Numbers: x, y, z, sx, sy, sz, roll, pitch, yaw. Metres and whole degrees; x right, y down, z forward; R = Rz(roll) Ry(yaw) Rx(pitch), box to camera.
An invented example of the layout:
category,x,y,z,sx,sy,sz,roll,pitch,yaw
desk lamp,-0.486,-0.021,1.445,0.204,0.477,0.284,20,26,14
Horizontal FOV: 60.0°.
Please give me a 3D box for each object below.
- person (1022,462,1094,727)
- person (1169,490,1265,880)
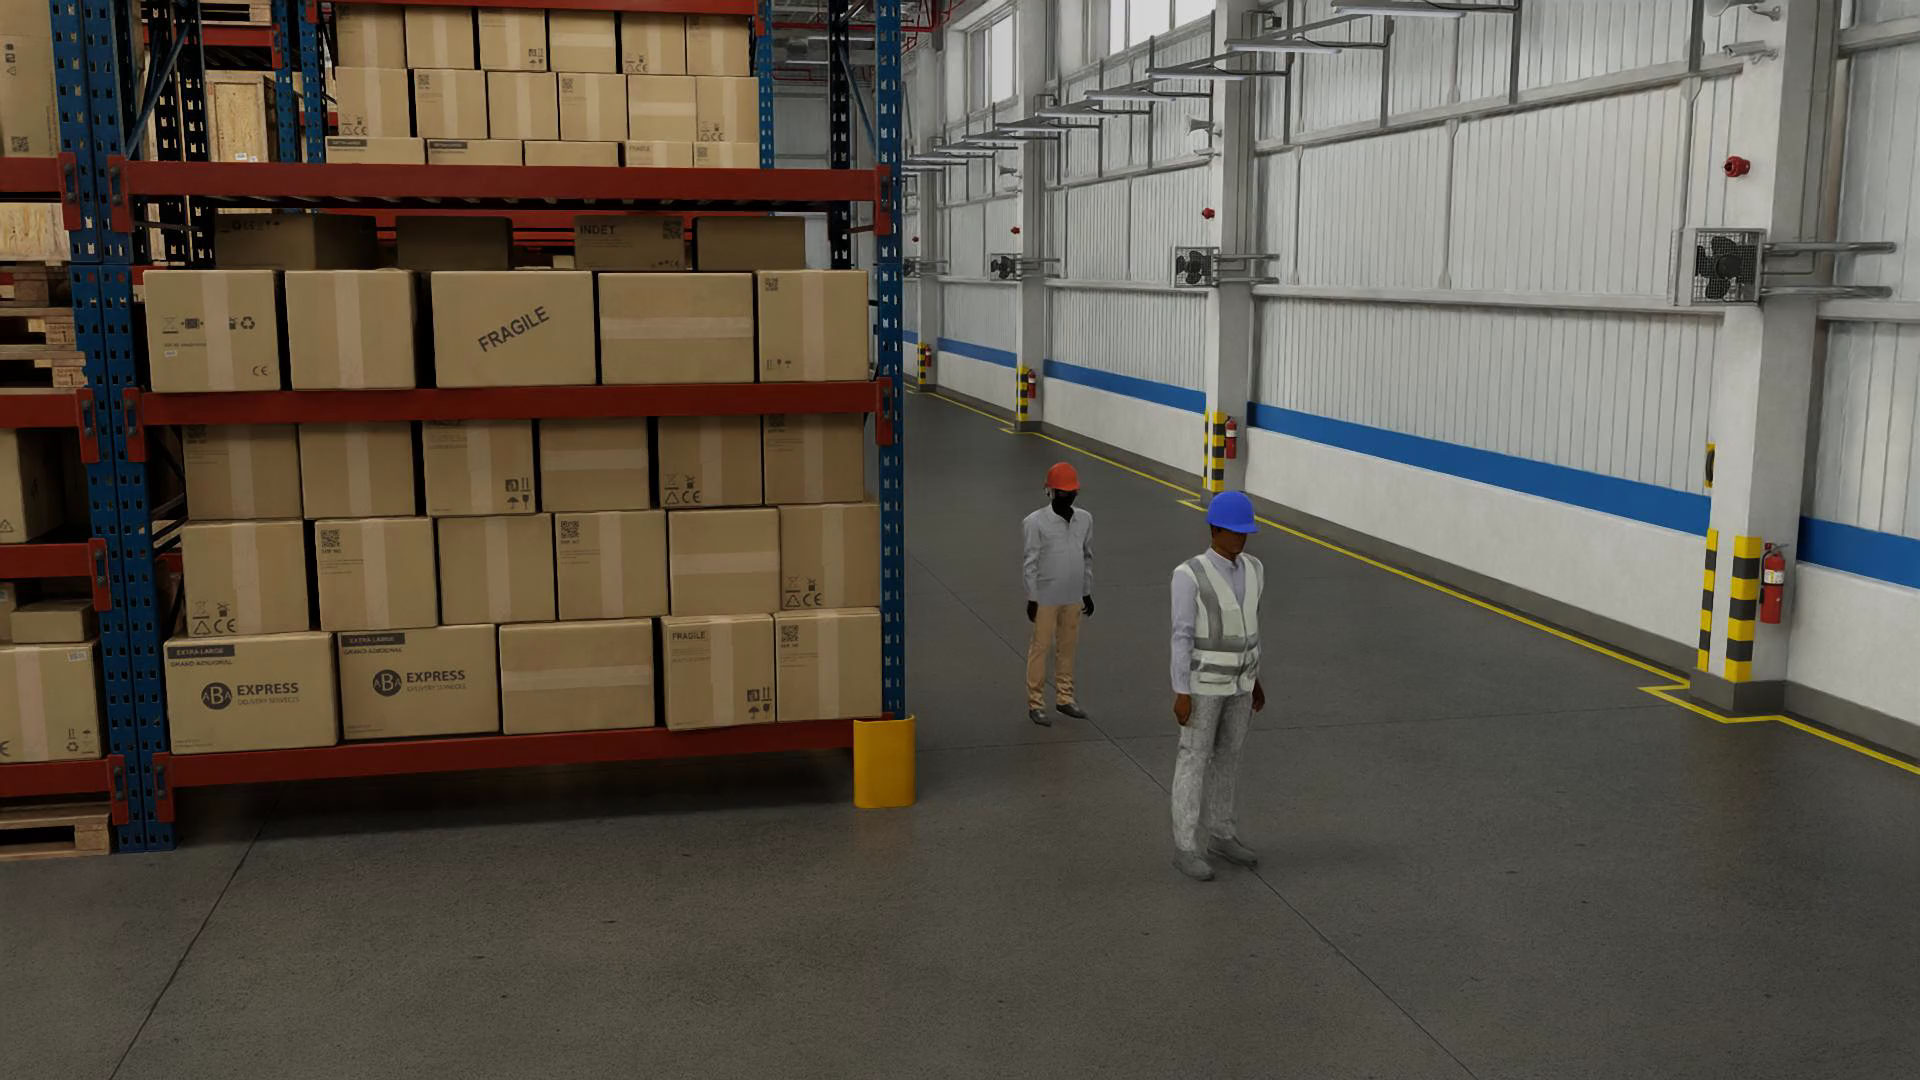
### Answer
category,x,y,z,sx,sy,sz,roll,pitch,yaw
person,0.672,0.351,11.083,0.564,1.752,0.338,-6,11,-32
person,1.301,0.711,8.311,0.616,1.942,0.408,-7,12,-37
